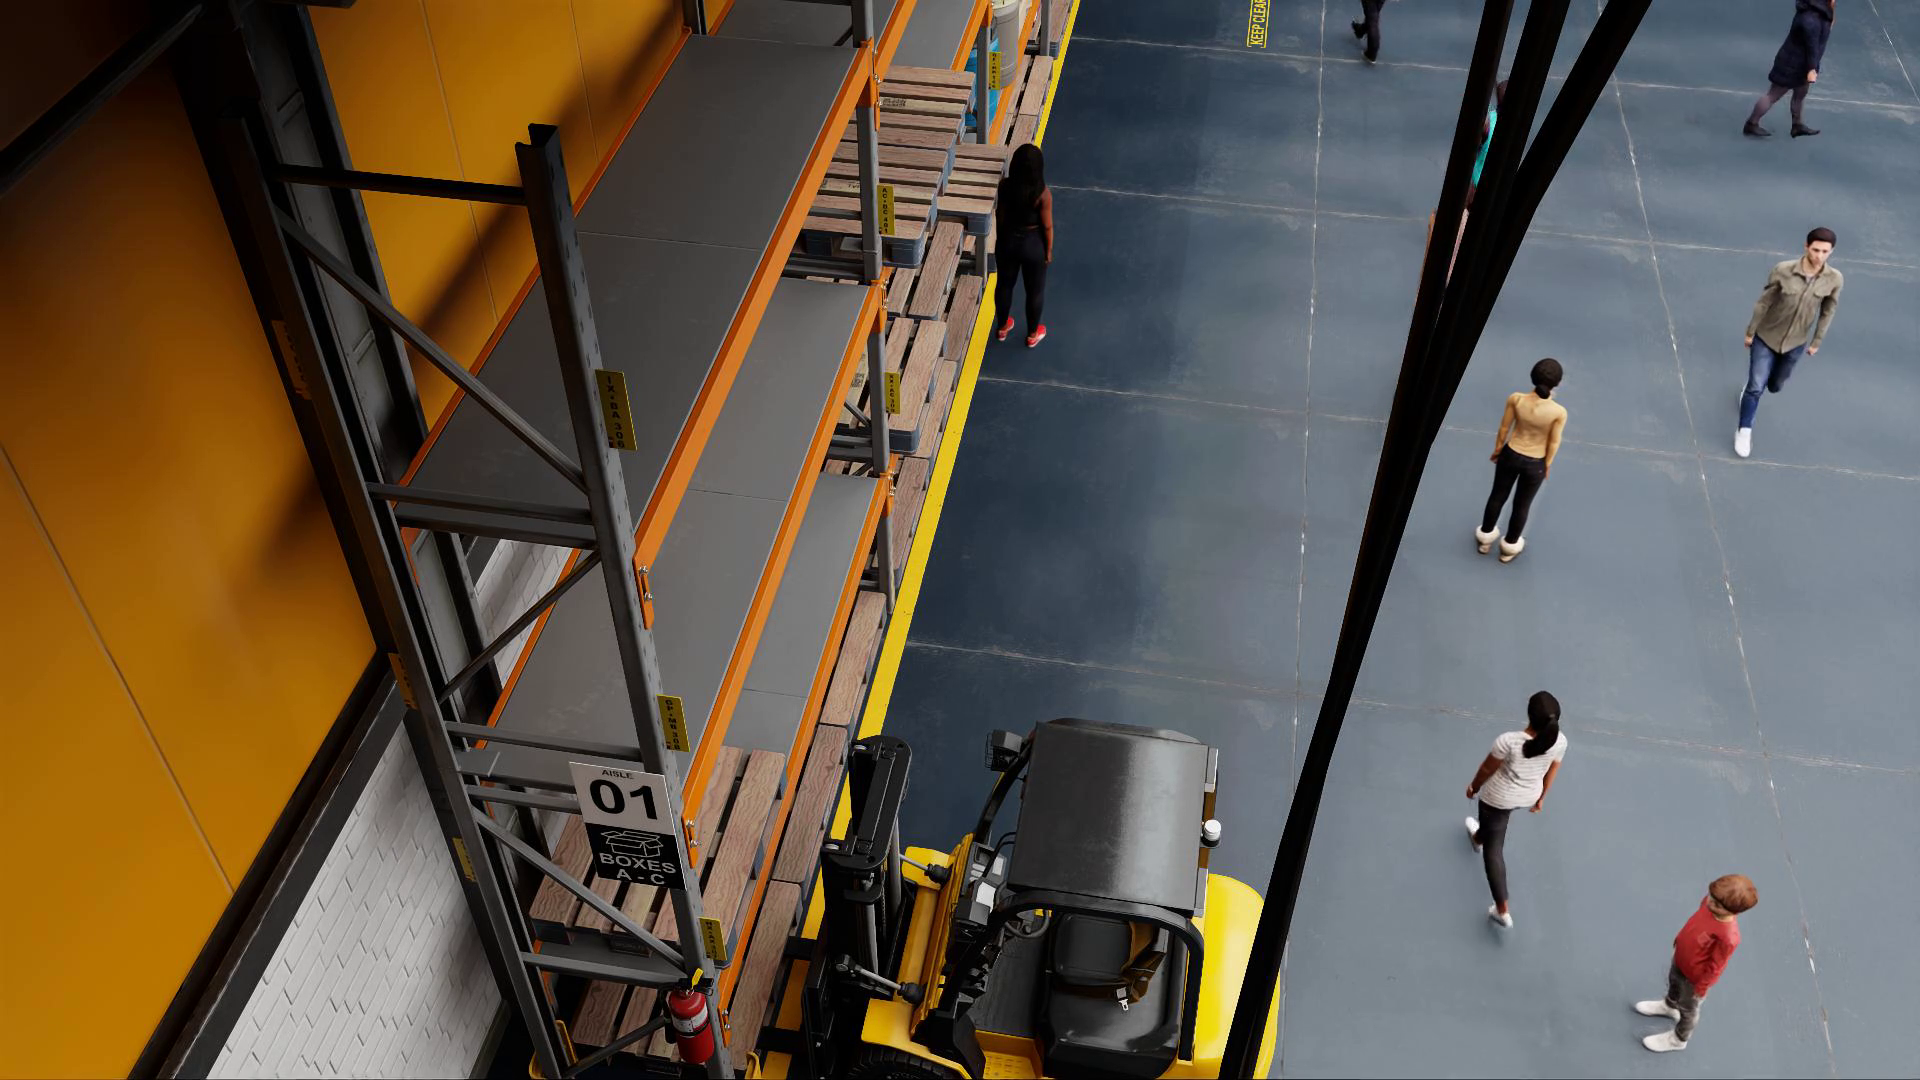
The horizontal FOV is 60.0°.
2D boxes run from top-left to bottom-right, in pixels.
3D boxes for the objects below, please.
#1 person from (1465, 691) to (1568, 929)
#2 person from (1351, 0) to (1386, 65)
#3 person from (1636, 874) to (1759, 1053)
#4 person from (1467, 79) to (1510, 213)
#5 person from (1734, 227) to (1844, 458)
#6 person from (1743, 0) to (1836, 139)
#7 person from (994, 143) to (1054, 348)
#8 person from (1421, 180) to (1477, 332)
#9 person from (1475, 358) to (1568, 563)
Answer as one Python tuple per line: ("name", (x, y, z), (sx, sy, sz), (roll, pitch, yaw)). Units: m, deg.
("person", (3.148, 1.520, 9.450), (0.799, 1.609, 1.147), (-6, 44, -6))
("person", (4.296, -5.596, 17.064), (0.859, 1.410, 1.044), (-13, 45, -13))
("person", (3.948, 2.229, 8.845), (0.592, 1.416, 0.441), (3, 44, 3))
("person", (4.469, -3.115, 14.193), (1.018, 1.777, 1.233), (-15, 46, -16))
("person", (6.178, -1.564, 12.516), (0.754, 1.845, 1.074), (11, 45, 11))
("person", (7.861, -4.565, 15.806), (0.867, 1.651, 0.931), (19, 47, 19))
("person", (0.498, -2.366, 13.378), (0.716, 1.817, 0.697), (17, 46, 17))
("person", (3.817, -1.992, 13.051), (0.823, 1.727, 1.250), (19, 47, 19))
("person", (3.924, -0.555, 11.595), (0.655, 1.654, 0.679), (25, 49, 24))
